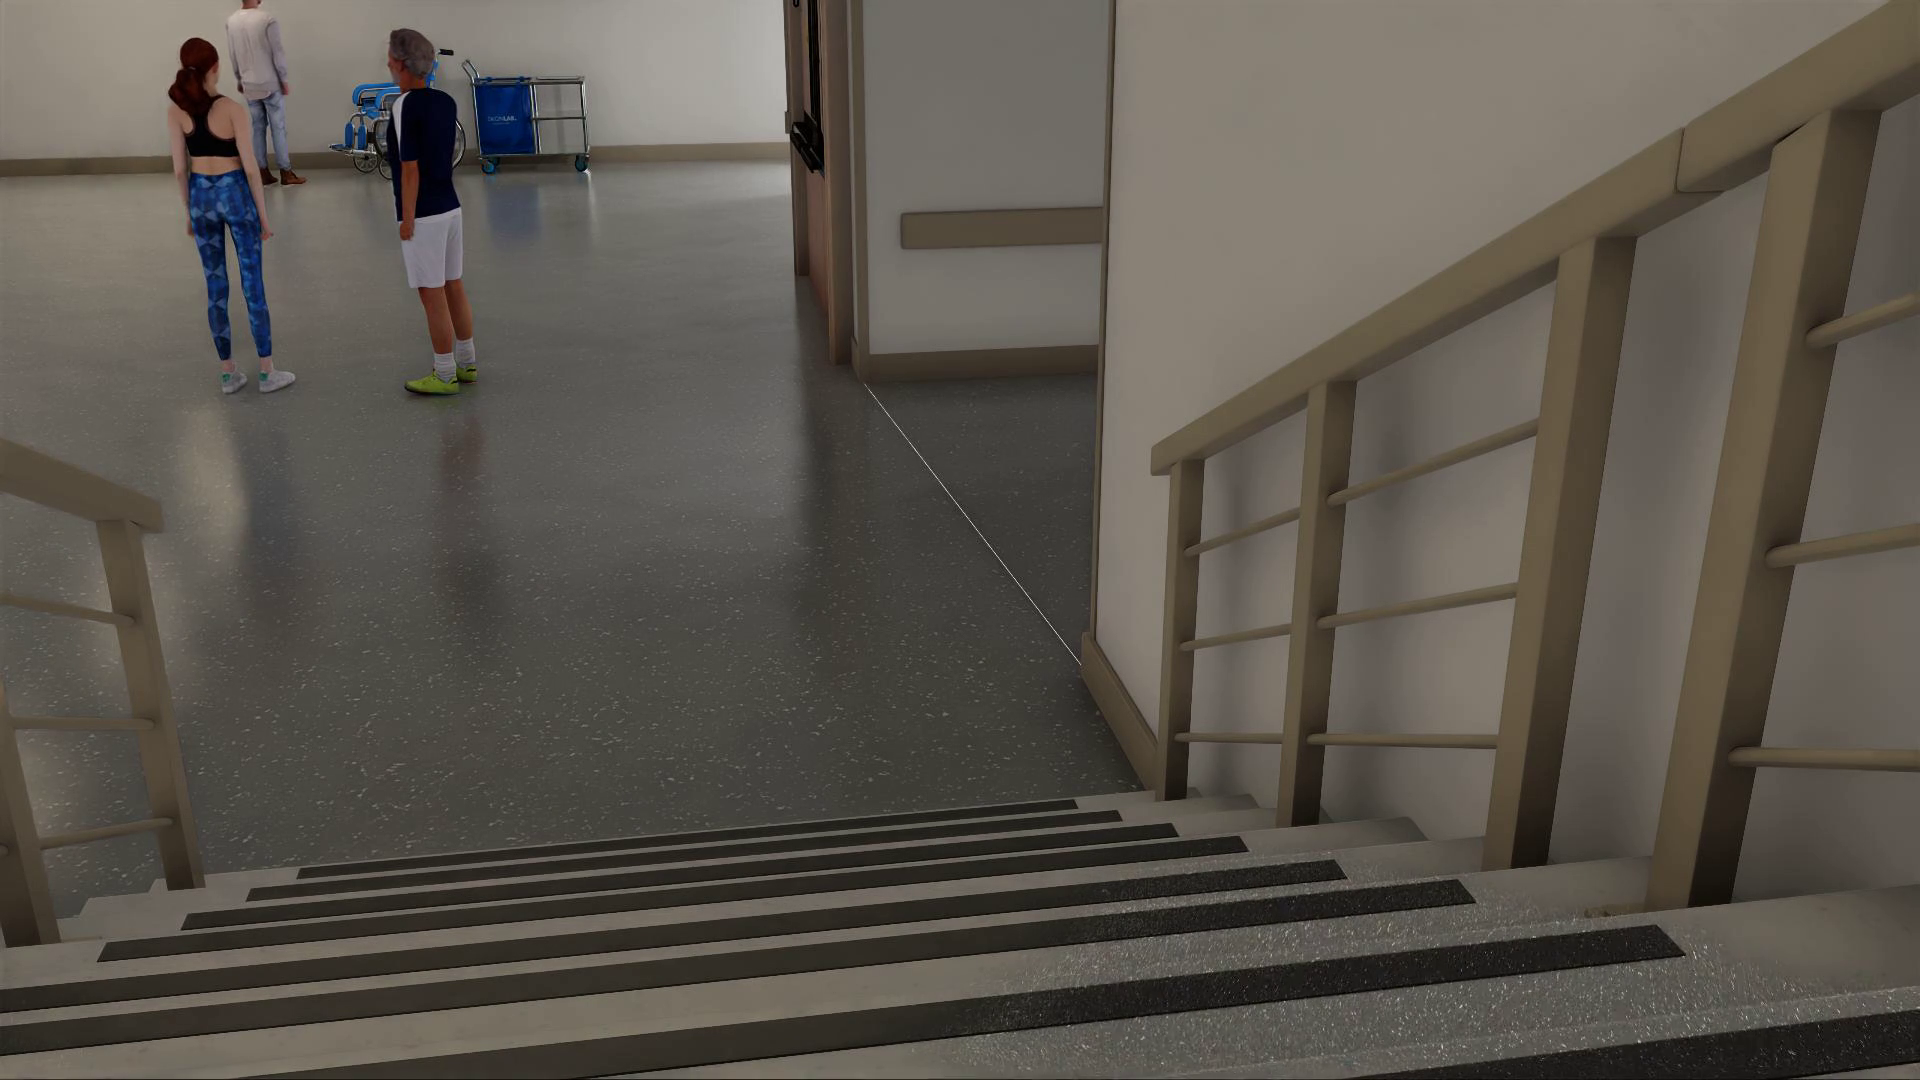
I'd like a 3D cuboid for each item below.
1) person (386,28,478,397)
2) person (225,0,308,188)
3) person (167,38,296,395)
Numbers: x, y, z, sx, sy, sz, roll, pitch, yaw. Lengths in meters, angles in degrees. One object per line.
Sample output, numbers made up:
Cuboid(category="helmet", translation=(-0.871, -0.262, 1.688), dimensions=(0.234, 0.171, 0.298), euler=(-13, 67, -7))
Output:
Cuboid(category="person", translation=(-2.726, -1.680, 8.546), dimensions=(0.767, 1.839, 0.622), euler=(4, 21, 10))
Cuboid(category="person", translation=(-6.322, -4.150, 15.065), dimensions=(0.759, 1.840, 0.719), euler=(5, 21, 12))
Cuboid(category="person", translation=(-3.771, -1.646, 8.532), dimensions=(0.598, 1.785, 0.587), euler=(-1, 21, -2))
